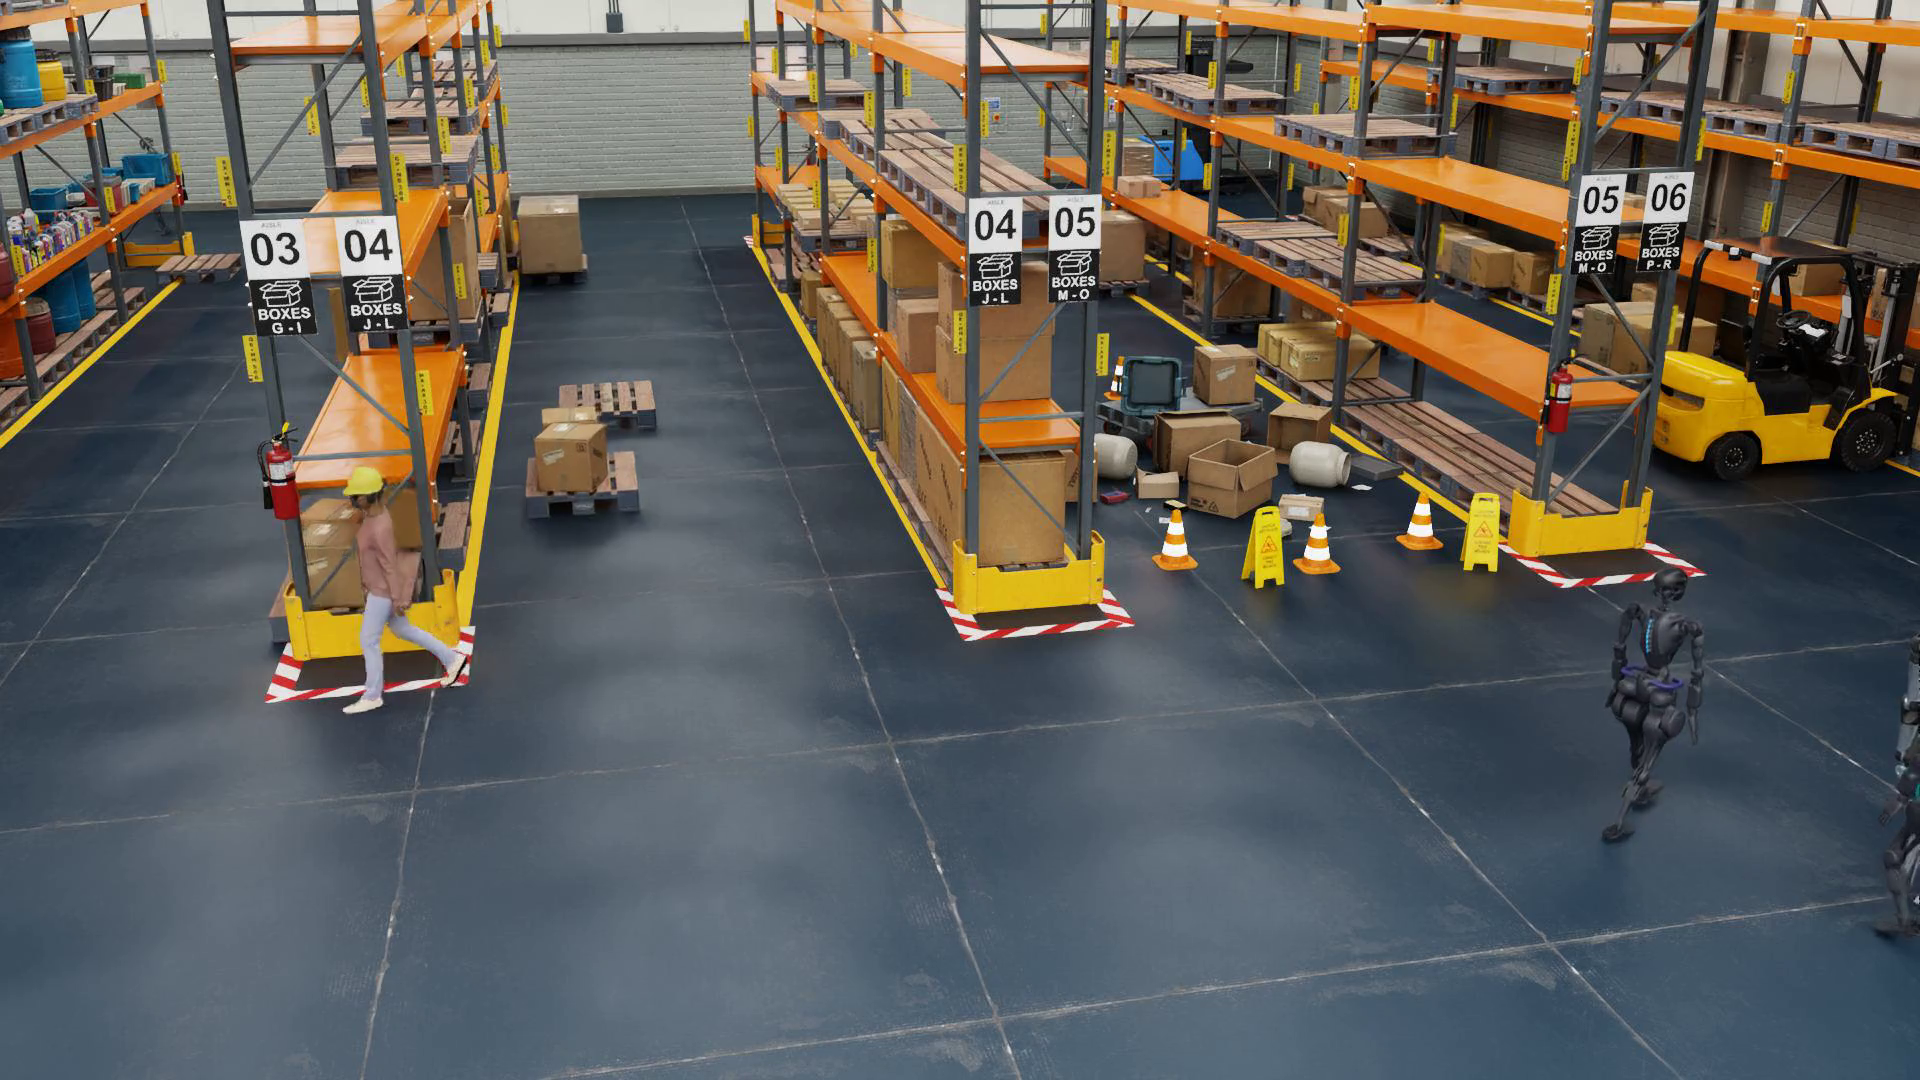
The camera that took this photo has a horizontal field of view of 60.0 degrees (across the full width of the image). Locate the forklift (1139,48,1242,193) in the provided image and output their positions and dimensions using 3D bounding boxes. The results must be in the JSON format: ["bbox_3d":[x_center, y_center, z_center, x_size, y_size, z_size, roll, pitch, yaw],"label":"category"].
[{"bbox_3d":[4.566,-8.313,32.860,1.873,2.768,1.129,-4,21,-12],"label":"forklift"}]

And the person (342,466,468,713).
[{"bbox_3d":[-3.834,0.307,11.267,0.800,1.740,0.513,-7,21,-17],"label":"person"}]

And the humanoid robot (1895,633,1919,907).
[{"bbox_3d":[5.368,1.216,8.955,0.671,1.886,0.548,-15,25,-35],"label":"humanoid robot"}]

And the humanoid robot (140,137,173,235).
[{"bbox_3d":[-13.807,-6.064,28.522,0.334,1.650,0.612,-10,23,-26],"label":"humanoid robot"}]

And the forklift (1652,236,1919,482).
[{"bbox_3d":[8.013,-1.814,16.330,2.313,2.155,1.214,-4,21,-12],"label":"forklift"}]

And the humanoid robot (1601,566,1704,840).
[{"bbox_3d":[4.066,0.921,9.752,0.771,1.624,0.601,-14,24,-33],"label":"humanoid robot"}]

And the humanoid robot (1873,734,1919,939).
[{"bbox_3d":[5.093,1.320,8.608,0.595,1.652,0.359,-5,21,-13],"label":"humanoid robot"}]
